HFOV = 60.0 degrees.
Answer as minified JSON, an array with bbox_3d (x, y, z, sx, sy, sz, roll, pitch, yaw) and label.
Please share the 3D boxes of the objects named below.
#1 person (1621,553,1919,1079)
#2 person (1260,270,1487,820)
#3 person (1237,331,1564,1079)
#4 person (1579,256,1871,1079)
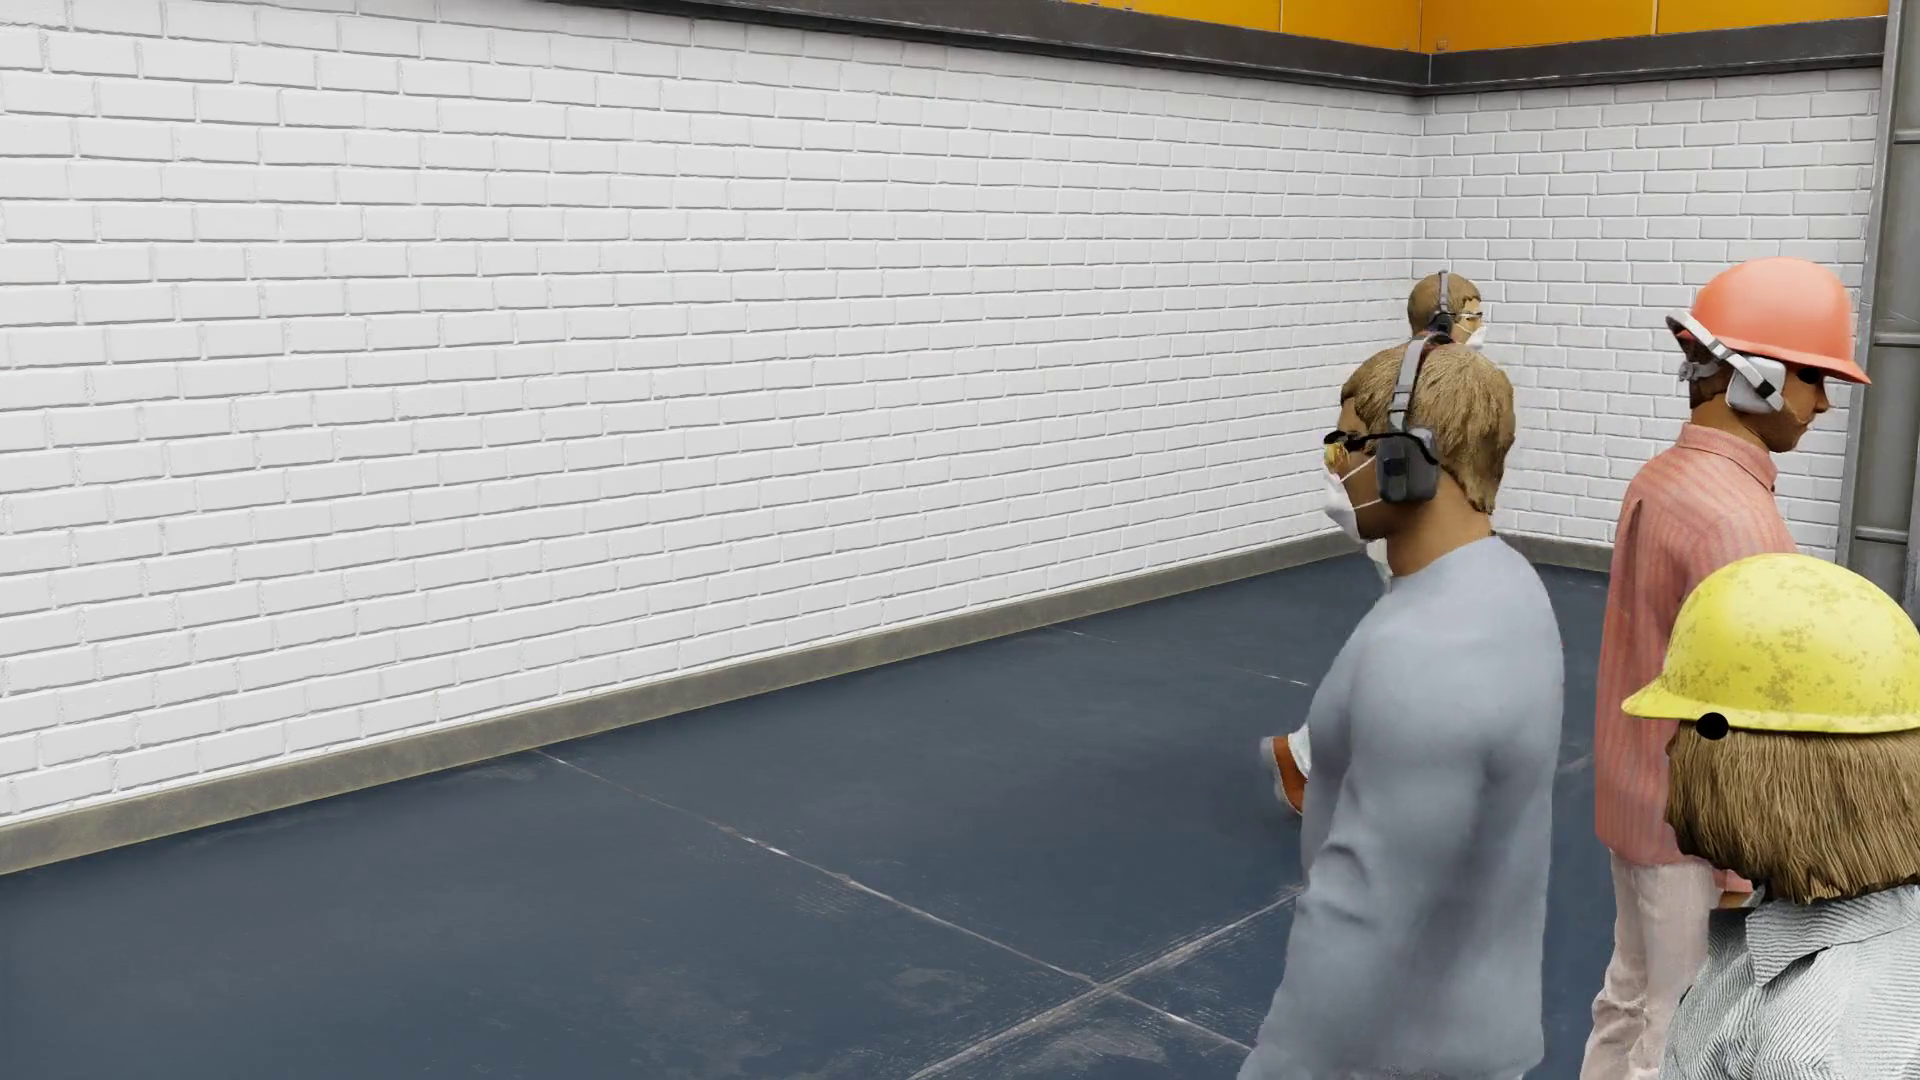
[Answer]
[{"bbox_3d":[0.766,0.872,1.628,0.320,1.737,0.485,5,12,26],"label":"person"},{"bbox_3d":[1.453,0.071,5.502,0.780,1.916,0.638,2,11,10],"label":"person"},{"bbox_3d":[0.580,0.685,2.259,0.820,1.916,0.672,4,11,19],"label":"person"},{"bbox_3d":[1.314,0.507,2.930,0.390,1.986,0.609,2,11,9],"label":"person"}]
